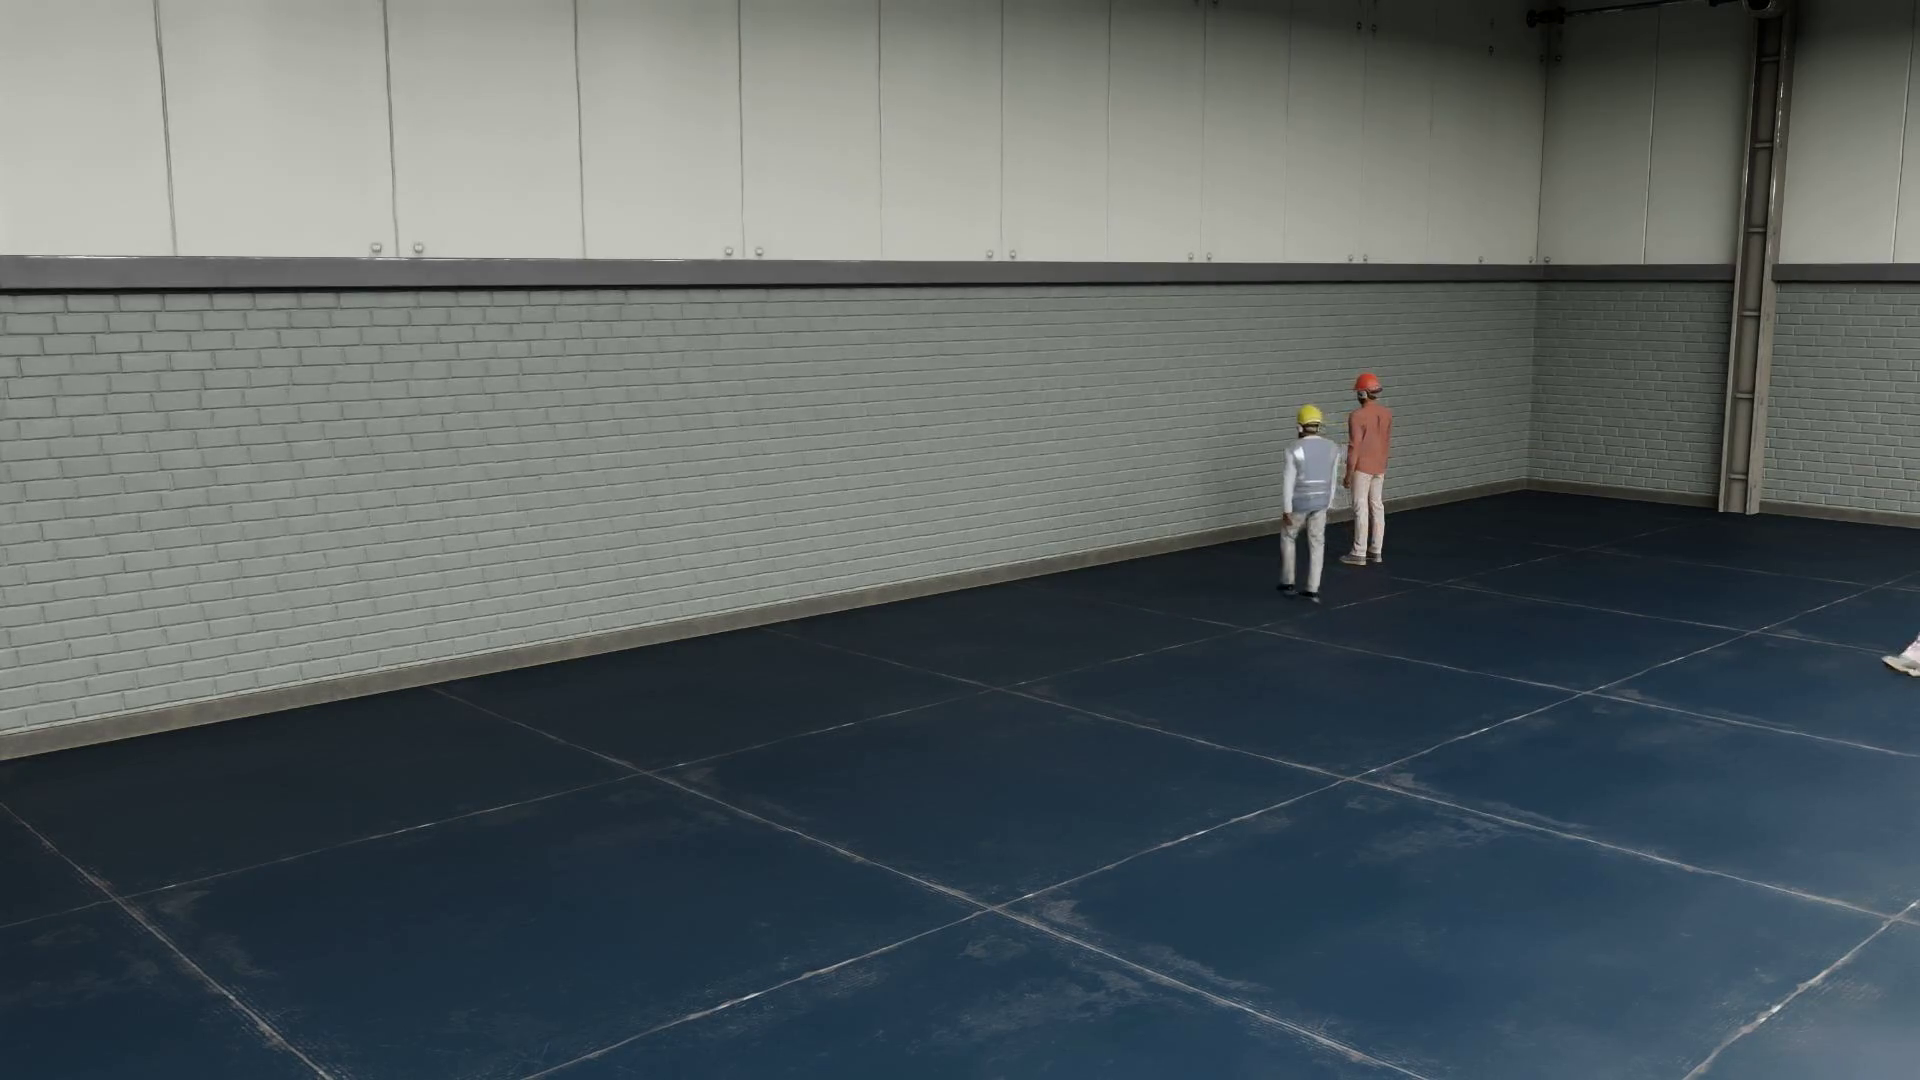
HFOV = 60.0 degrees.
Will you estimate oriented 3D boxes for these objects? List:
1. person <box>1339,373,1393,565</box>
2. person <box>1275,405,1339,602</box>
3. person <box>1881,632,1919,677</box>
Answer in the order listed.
[{"bbox_3d":[4.224,-0.739,17.288,0.613,1.996,0.376,-7,11,-37],"label":"person"},{"bbox_3d":[3.190,-0.353,15.465,0.611,1.806,0.684,-3,10,-16],"label":"person"},{"bbox_3d":[7.455,0.100,12.274,1.009,1.939,0.611,0,9,-2],"label":"person"}]
